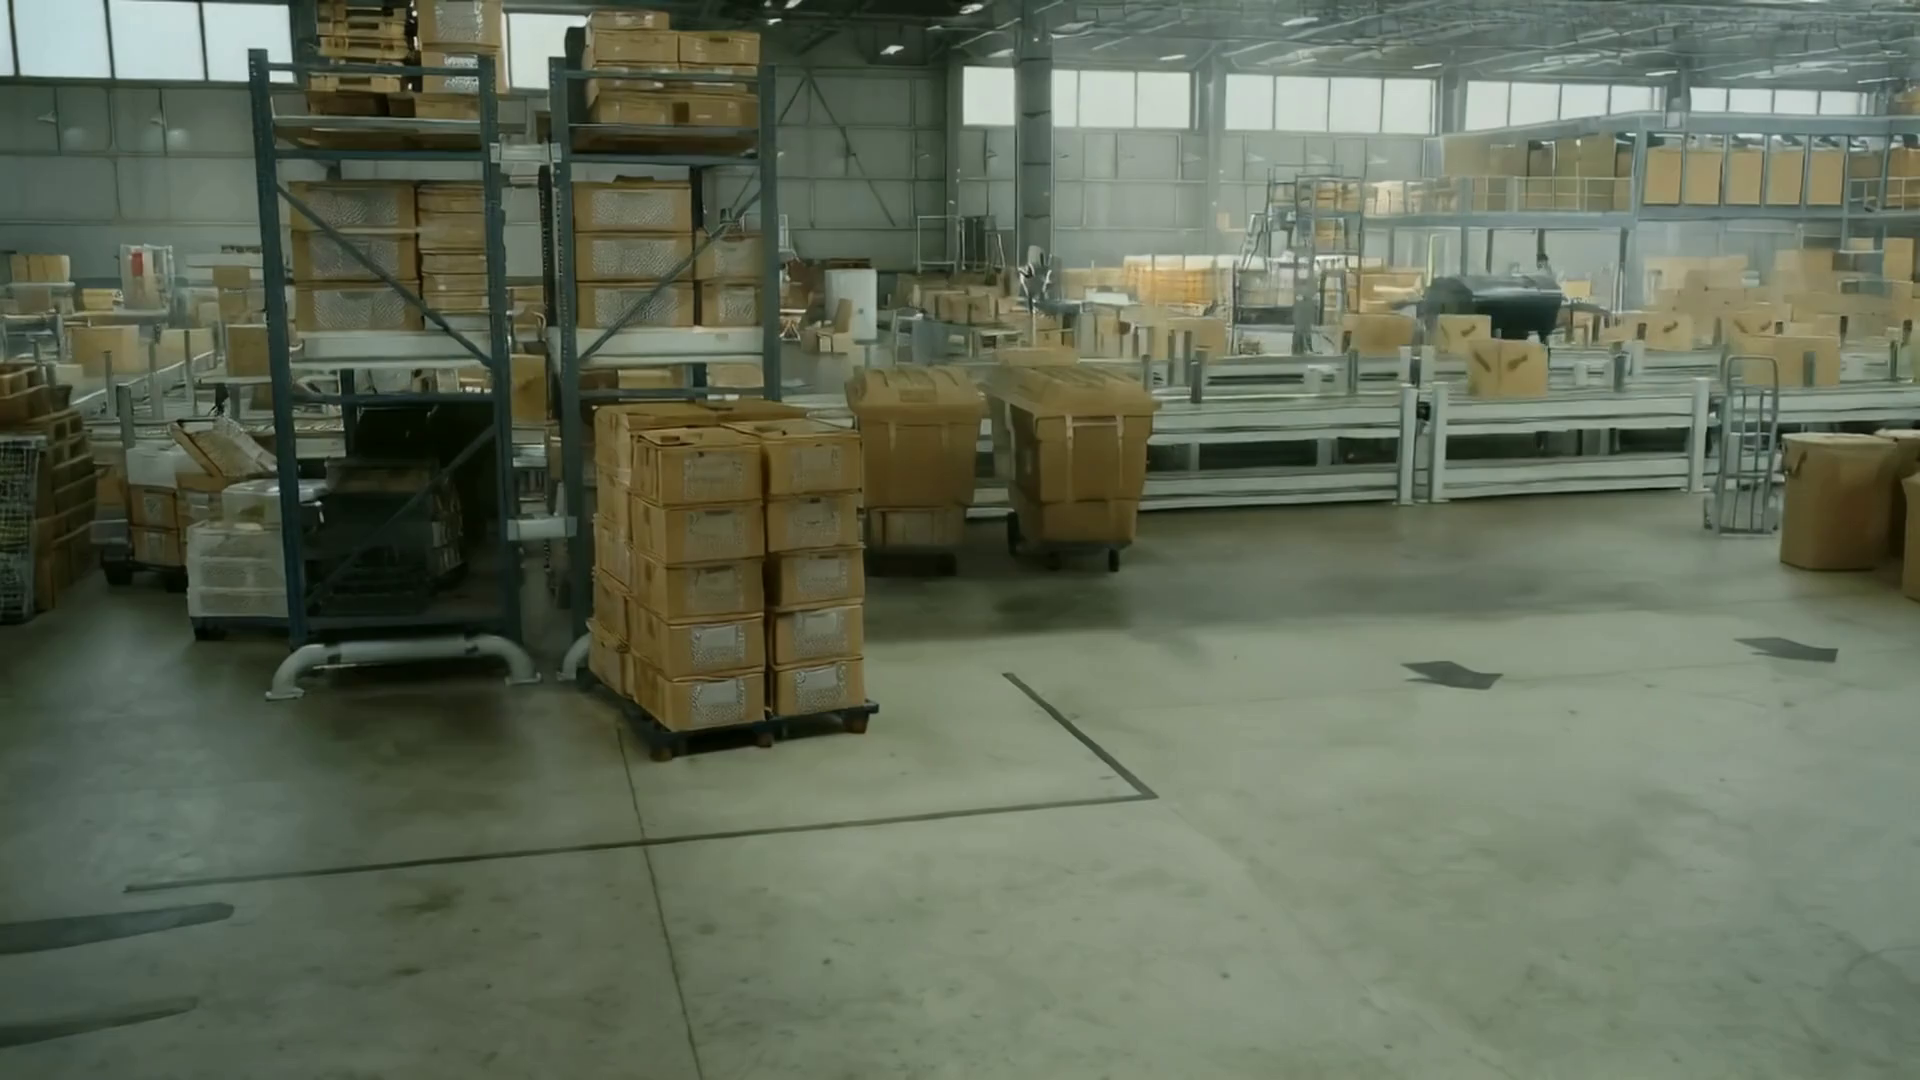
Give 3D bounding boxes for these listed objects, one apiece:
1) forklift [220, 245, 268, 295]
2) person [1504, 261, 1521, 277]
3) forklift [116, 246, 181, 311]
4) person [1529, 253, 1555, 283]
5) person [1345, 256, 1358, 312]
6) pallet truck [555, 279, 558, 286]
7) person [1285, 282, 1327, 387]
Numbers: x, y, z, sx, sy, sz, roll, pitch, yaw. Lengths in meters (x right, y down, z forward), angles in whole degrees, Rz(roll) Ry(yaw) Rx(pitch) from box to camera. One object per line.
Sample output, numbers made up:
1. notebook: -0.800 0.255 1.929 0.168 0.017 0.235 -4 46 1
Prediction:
1. forklift: -17.749 -6.334 41.440 1.157 1.987 2.680 -3 10 -17
2. person: 11.723 -5.000 35.270 0.595 1.824 0.404 6 12 30
3. forklift: -19.966 -6.232 40.894 1.157 1.987 2.680 -3 10 -15
4. person: 13.423 -5.647 38.472 0.634 1.979 0.672 -1 10 -4
5. person: 8.498 -5.211 36.171 0.548 1.919 0.586 -2 10 -9
6. pallet truck: -10.604 -6.375 44.520 0.653 1.274 1.630 -3 10 -15
7. person: 5.227 -3.086 25.062 0.765 1.609 0.508 -4 11 -21
